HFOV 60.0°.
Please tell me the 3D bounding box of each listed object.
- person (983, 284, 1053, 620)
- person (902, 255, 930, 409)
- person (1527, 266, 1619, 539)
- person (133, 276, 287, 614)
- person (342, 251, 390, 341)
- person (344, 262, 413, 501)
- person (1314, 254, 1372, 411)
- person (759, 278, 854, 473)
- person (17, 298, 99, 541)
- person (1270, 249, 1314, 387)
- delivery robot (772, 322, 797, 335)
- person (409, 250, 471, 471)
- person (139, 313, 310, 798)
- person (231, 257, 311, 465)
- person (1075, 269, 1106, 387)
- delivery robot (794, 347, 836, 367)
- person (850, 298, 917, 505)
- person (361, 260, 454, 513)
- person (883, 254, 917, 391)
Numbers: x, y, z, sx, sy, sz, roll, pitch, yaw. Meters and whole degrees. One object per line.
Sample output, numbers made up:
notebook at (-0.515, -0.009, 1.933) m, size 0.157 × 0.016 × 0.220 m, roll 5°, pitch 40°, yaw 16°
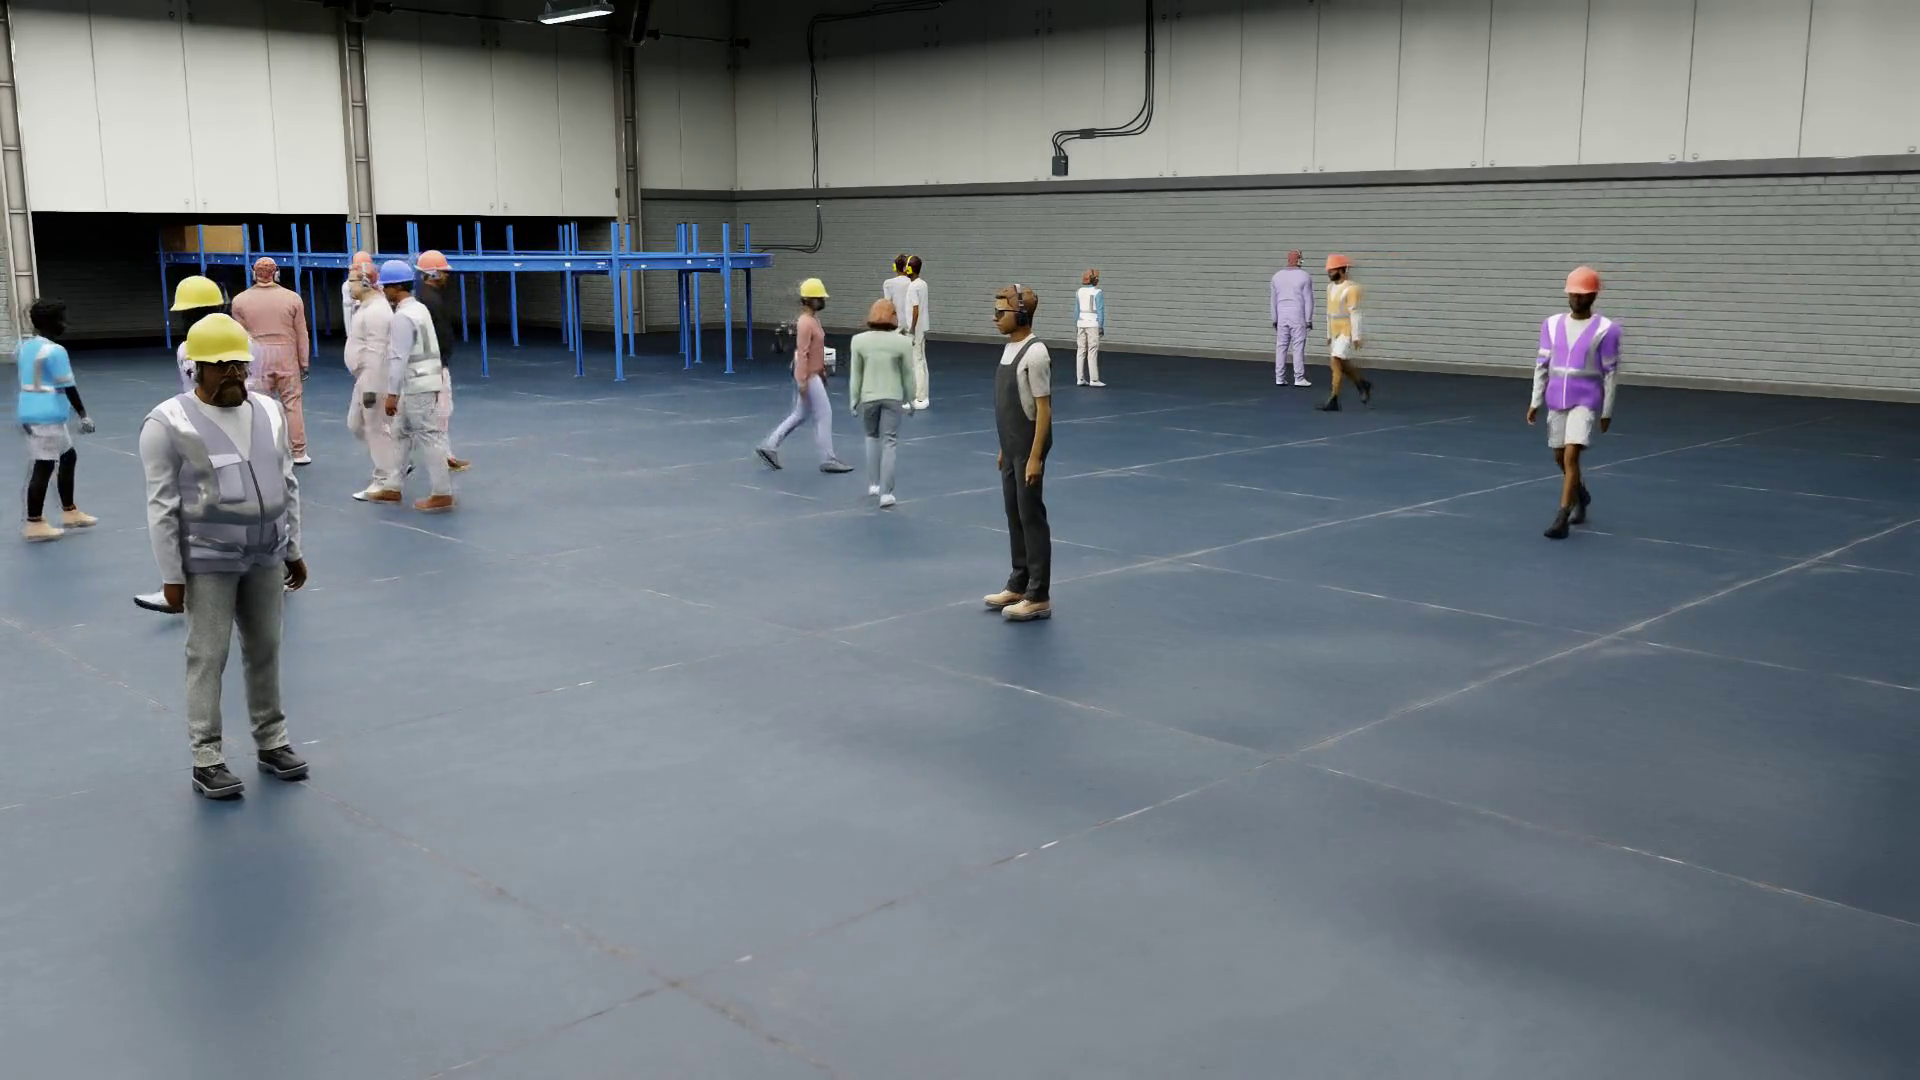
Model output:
person at (0.339, -0.489, 9.228) m, size 0.328 × 1.844 × 0.511 m, roll -3°, pitch 11°, yaw -18°
person at (-0.548, -2.541, 20.366) m, size 0.334 × 1.865 × 0.517 m, roll 3°, pitch 11°, yaw 14°
person at (4.421, -1.006, 11.912) m, size 0.546 × 1.904 × 0.930 m, roll 10°, pitch 14°, yaw 43°
person at (-4.190, -0.523, 9.314) m, size 0.613 × 1.876 × 0.966 m, roll 4°, pitch 11°, yaw 21°
person at (-7.308, -2.599, 20.521) m, size 0.559 × 1.923 × 0.645 m, roll -4°, pitch 11°, yaw -23°
person at (-4.717, -1.262, 13.301) m, size 0.425 × 1.891 × 0.671 m, roll -4°, pitch 11°, yaw -22°
person at (4.733, -2.538, 20.284) m, size 0.832 × 1.901 × 0.586 m, roll -4°, pitch 11°, yaw -22°
person at (-1.408, -1.477, 14.908) m, size 0.825 × 1.736 × 0.521 m, roll 0°, pitch 10°, yaw 1°
person at (-6.311, -0.850, 11.669) m, size 0.537 × 1.670 × 0.677 m, roll 10°, pitch 14°, yaw 43°
person at (4.683, -3.114, 23.369) m, size 0.637 × 1.911 × 0.403 m, roll 9°, pitch 14°, yaw 40°
delivery robot at (-3.192, -3.851, 30.233) m, size 0.335 × 0.223 × 0.698 m, roll -6°, pitch 12°, yaw -29°
person at (-4.769, -1.581, 14.802) m, size 0.657 × 1.981 × 0.615 m, roll -6°, pitch 12°, yaw -28°
person at (-2.772, 0.053, 6.343) m, size 0.404 × 1.825 × 0.598 m, roll 7°, pitch 12°, yaw 32°
person at (-6.305, -1.629, 15.273) m, size 0.639 × 1.911 × 0.406 m, roll -4°, pitch 11°, yaw -19°
person at (1.815, -2.969, 23.319) m, size 0.313 × 1.637 × 0.514 m, roll -9°, pitch 13°, yaw -39°
delivery robot at (-2.176, -2.761, 25.001) m, size 0.477 × 0.478 × 0.707 m, roll 6°, pitch 12°, yaw 29°
person at (-0.599, -1.107, 13.241) m, size 0.516 × 1.612 × 0.643 m, roll 1°, pitch 10°, yaw 7°
person at (-4.294, -1.161, 12.674) m, size 0.796 × 1.916 × 0.640 m, roll -2°, pitch 11°, yaw -10°
person at (-0.741, -2.744, 21.462) m, size 0.533 × 1.868 × 0.310 m, roll -1°, pitch 10°, yaw -8°
